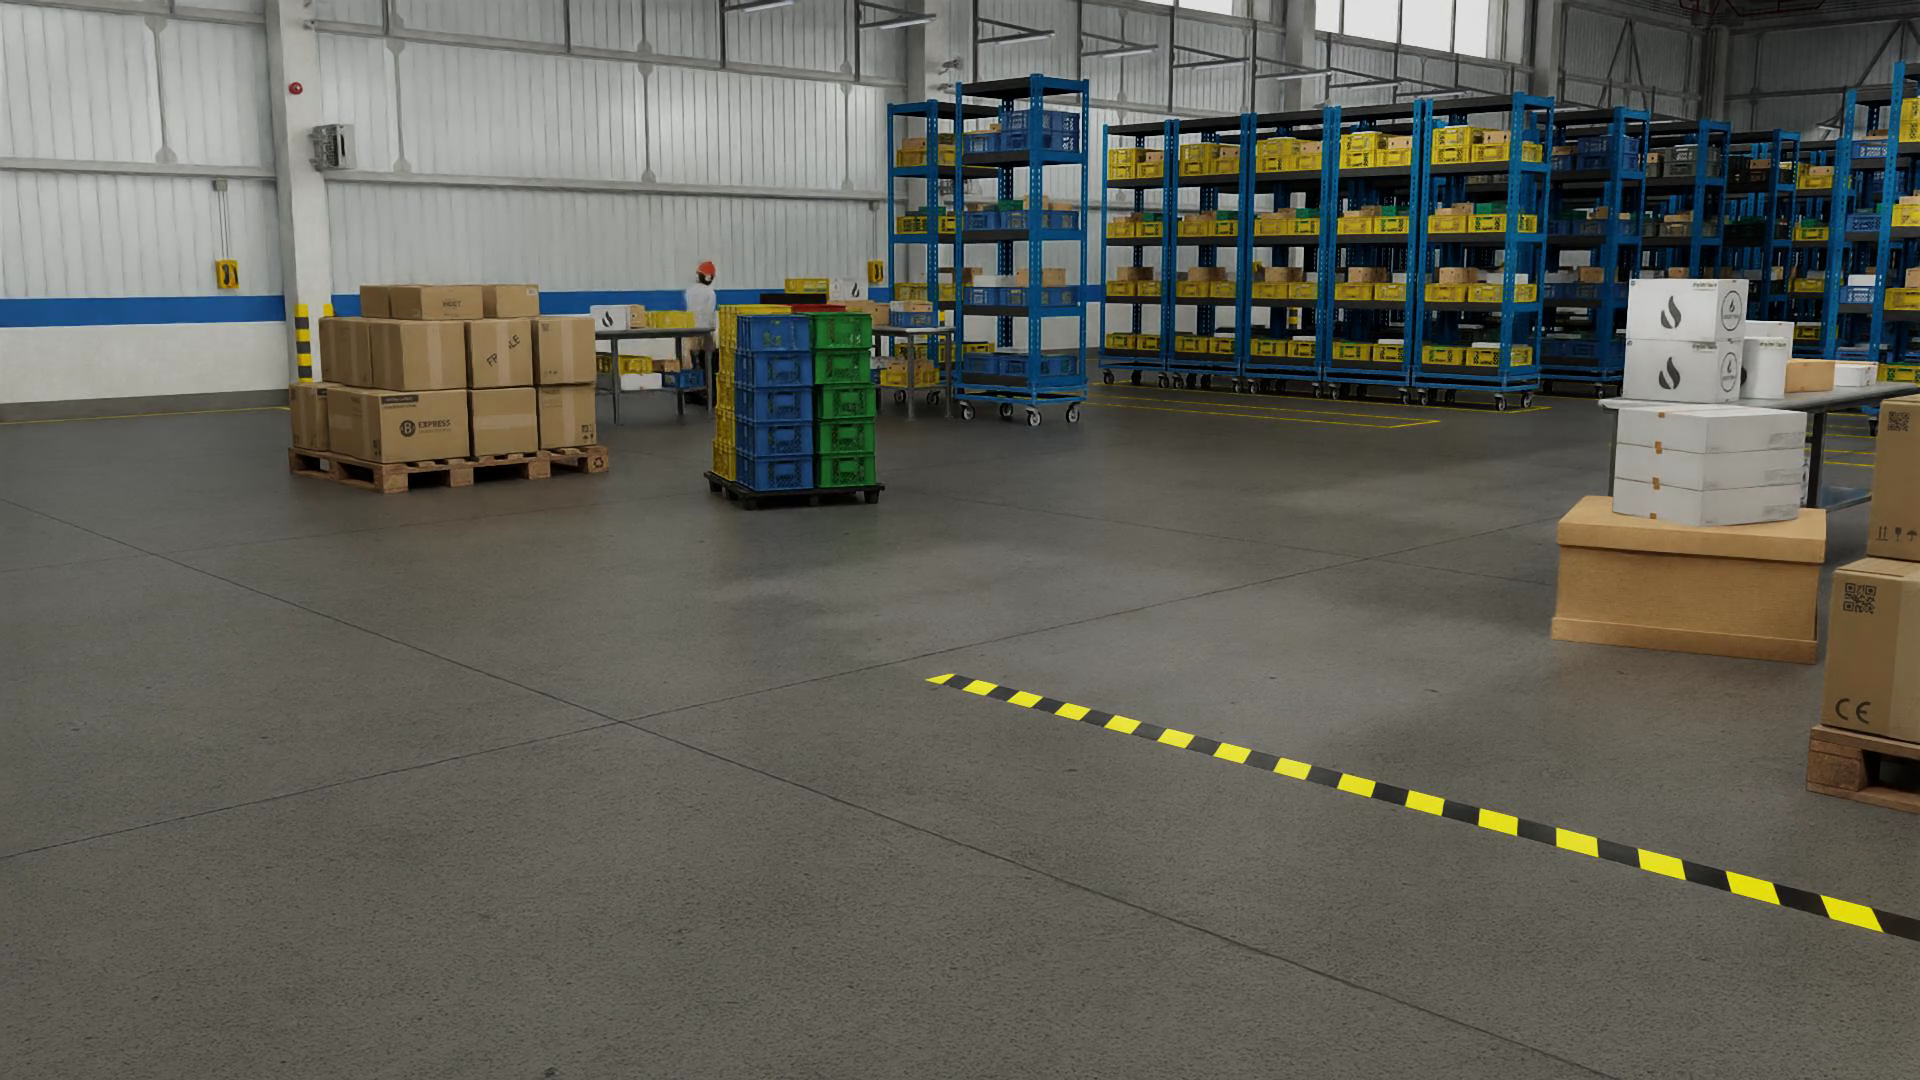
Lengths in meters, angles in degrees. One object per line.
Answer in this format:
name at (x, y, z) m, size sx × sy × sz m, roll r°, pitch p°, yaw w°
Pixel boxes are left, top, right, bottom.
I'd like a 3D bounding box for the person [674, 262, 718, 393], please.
person at (-3.347, -2.689, 21.247) m, size 0.565 × 1.721 × 0.693 m, roll 7°, pitch 12°, yaw 36°
